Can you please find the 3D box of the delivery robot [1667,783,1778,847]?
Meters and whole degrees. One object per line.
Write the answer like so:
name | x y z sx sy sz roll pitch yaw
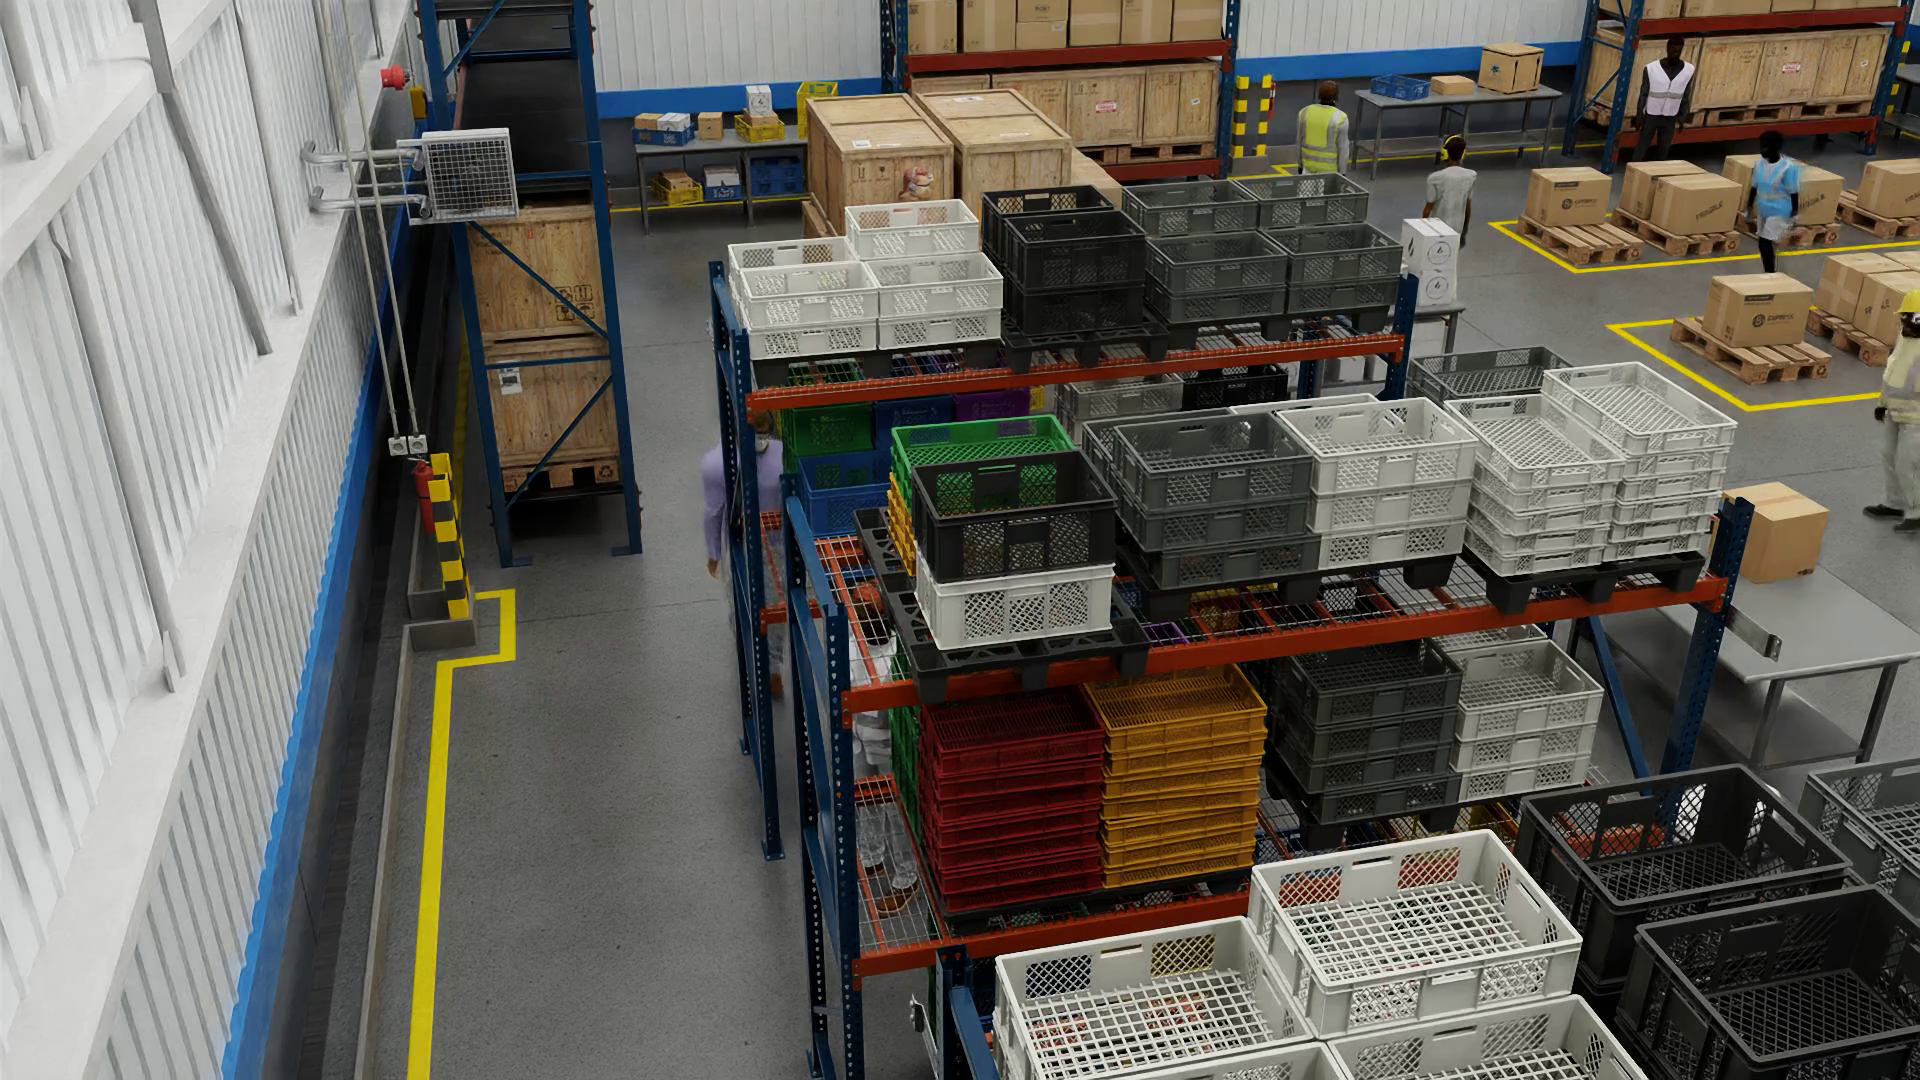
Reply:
delivery robot | 4.011 1.464 8.840 0.707 0.478 0.477 -18 33 -30

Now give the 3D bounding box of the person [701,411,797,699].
person | -1.237 0.019 10.216 0.645 1.926 0.624 -5 28 -10

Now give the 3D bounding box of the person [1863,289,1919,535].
person | 6.957 -0.951 12.206 0.464 1.788 0.625 1 28 2

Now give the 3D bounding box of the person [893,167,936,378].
person | -0.401 -2.370 14.778 0.399 1.903 0.643 -6 28 -11

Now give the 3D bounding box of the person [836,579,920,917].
person | -0.407 1.030 8.346 0.584 1.882 0.344 25 37 39

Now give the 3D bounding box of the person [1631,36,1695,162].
person | 8.378 -5.069 19.896 0.586 1.910 0.397 2 28 4

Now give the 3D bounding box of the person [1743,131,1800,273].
person | 8.194 -3.303 16.806 0.526 1.649 0.559 -7 29 -13

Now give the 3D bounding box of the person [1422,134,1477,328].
person | 4.625 -2.935 15.901 0.500 1.862 0.327 -4 28 -7

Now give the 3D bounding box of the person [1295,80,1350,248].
person | 3.925 -4.040 18.007 0.630 1.846 0.429 23 35 36
